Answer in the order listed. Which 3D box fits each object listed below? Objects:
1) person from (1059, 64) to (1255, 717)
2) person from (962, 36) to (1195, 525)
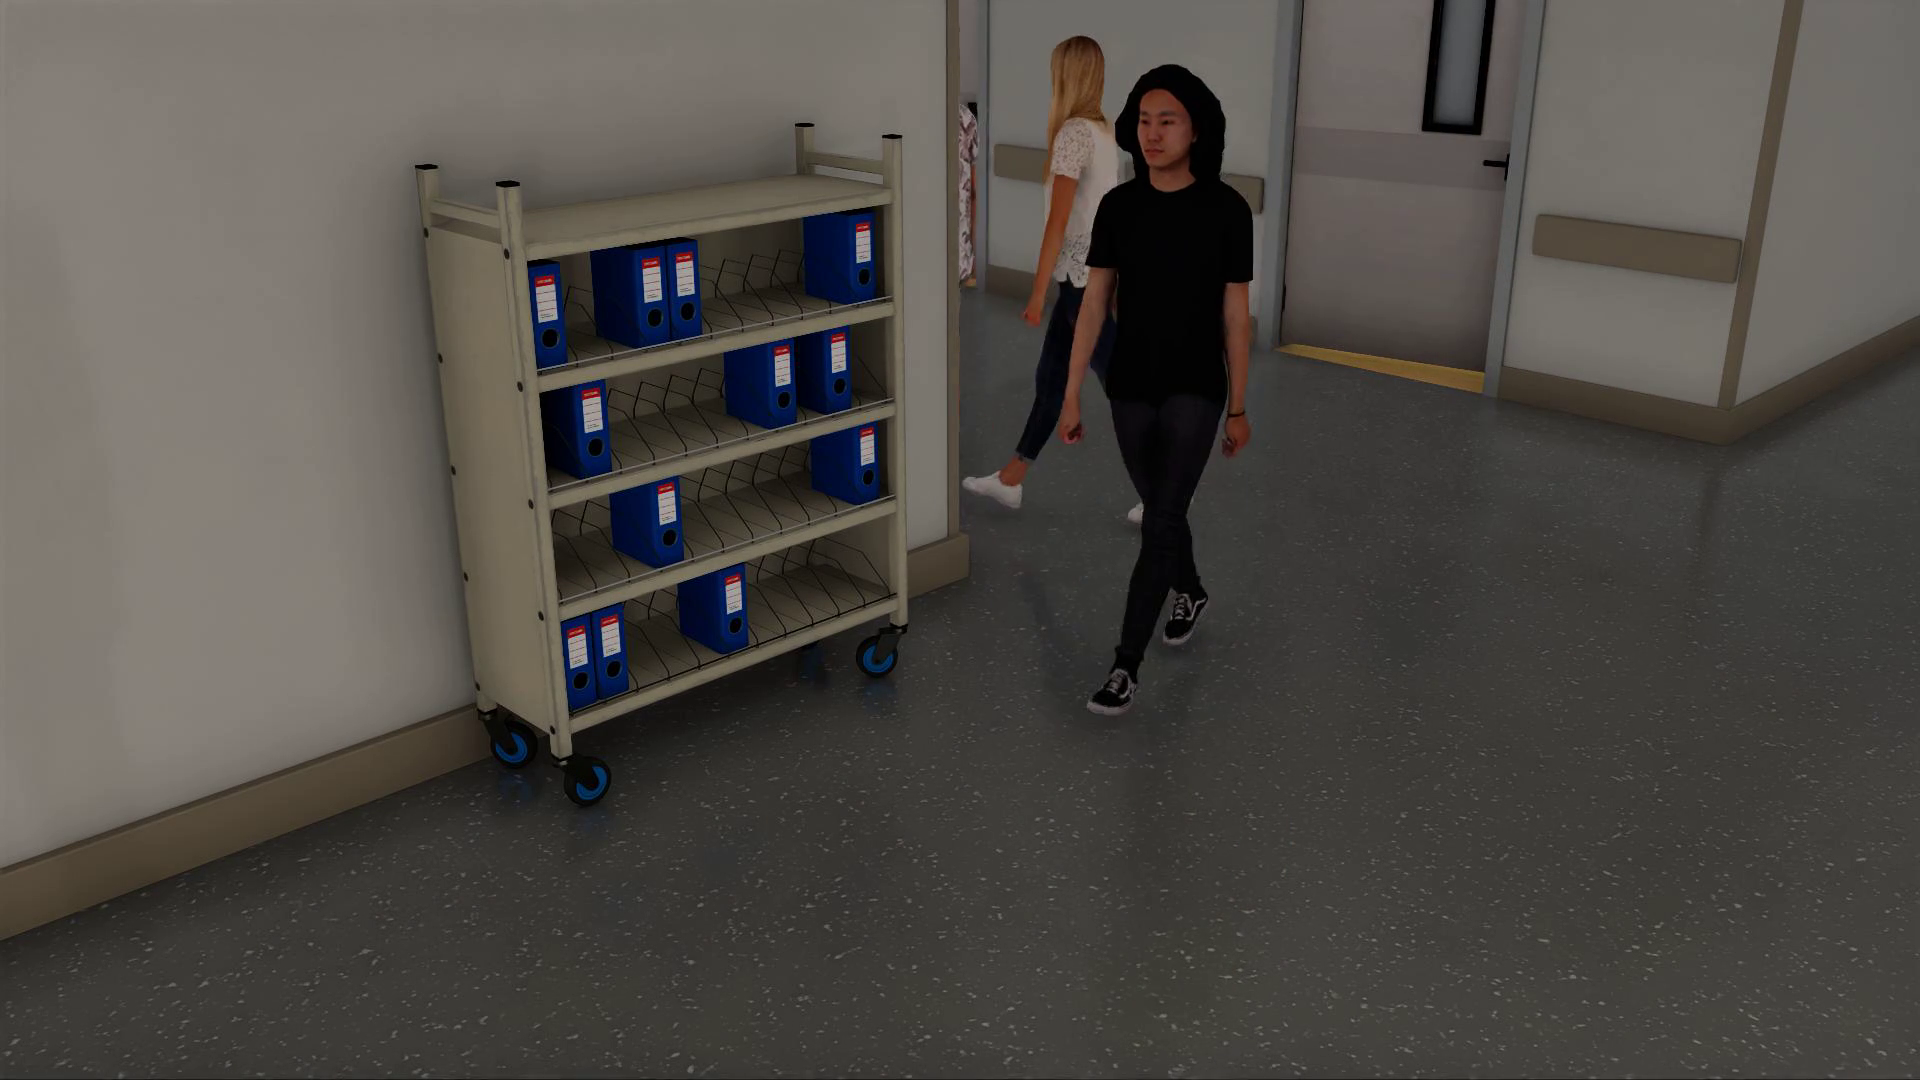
[{"bbox_3d":[0.639,-0.455,4.905,0.858,1.791,1.210,12,24,29],"label":"person"},{"bbox_3d":[0.554,-0.896,6.136,1.124,1.757,1.194,4,21,11],"label":"person"}]
